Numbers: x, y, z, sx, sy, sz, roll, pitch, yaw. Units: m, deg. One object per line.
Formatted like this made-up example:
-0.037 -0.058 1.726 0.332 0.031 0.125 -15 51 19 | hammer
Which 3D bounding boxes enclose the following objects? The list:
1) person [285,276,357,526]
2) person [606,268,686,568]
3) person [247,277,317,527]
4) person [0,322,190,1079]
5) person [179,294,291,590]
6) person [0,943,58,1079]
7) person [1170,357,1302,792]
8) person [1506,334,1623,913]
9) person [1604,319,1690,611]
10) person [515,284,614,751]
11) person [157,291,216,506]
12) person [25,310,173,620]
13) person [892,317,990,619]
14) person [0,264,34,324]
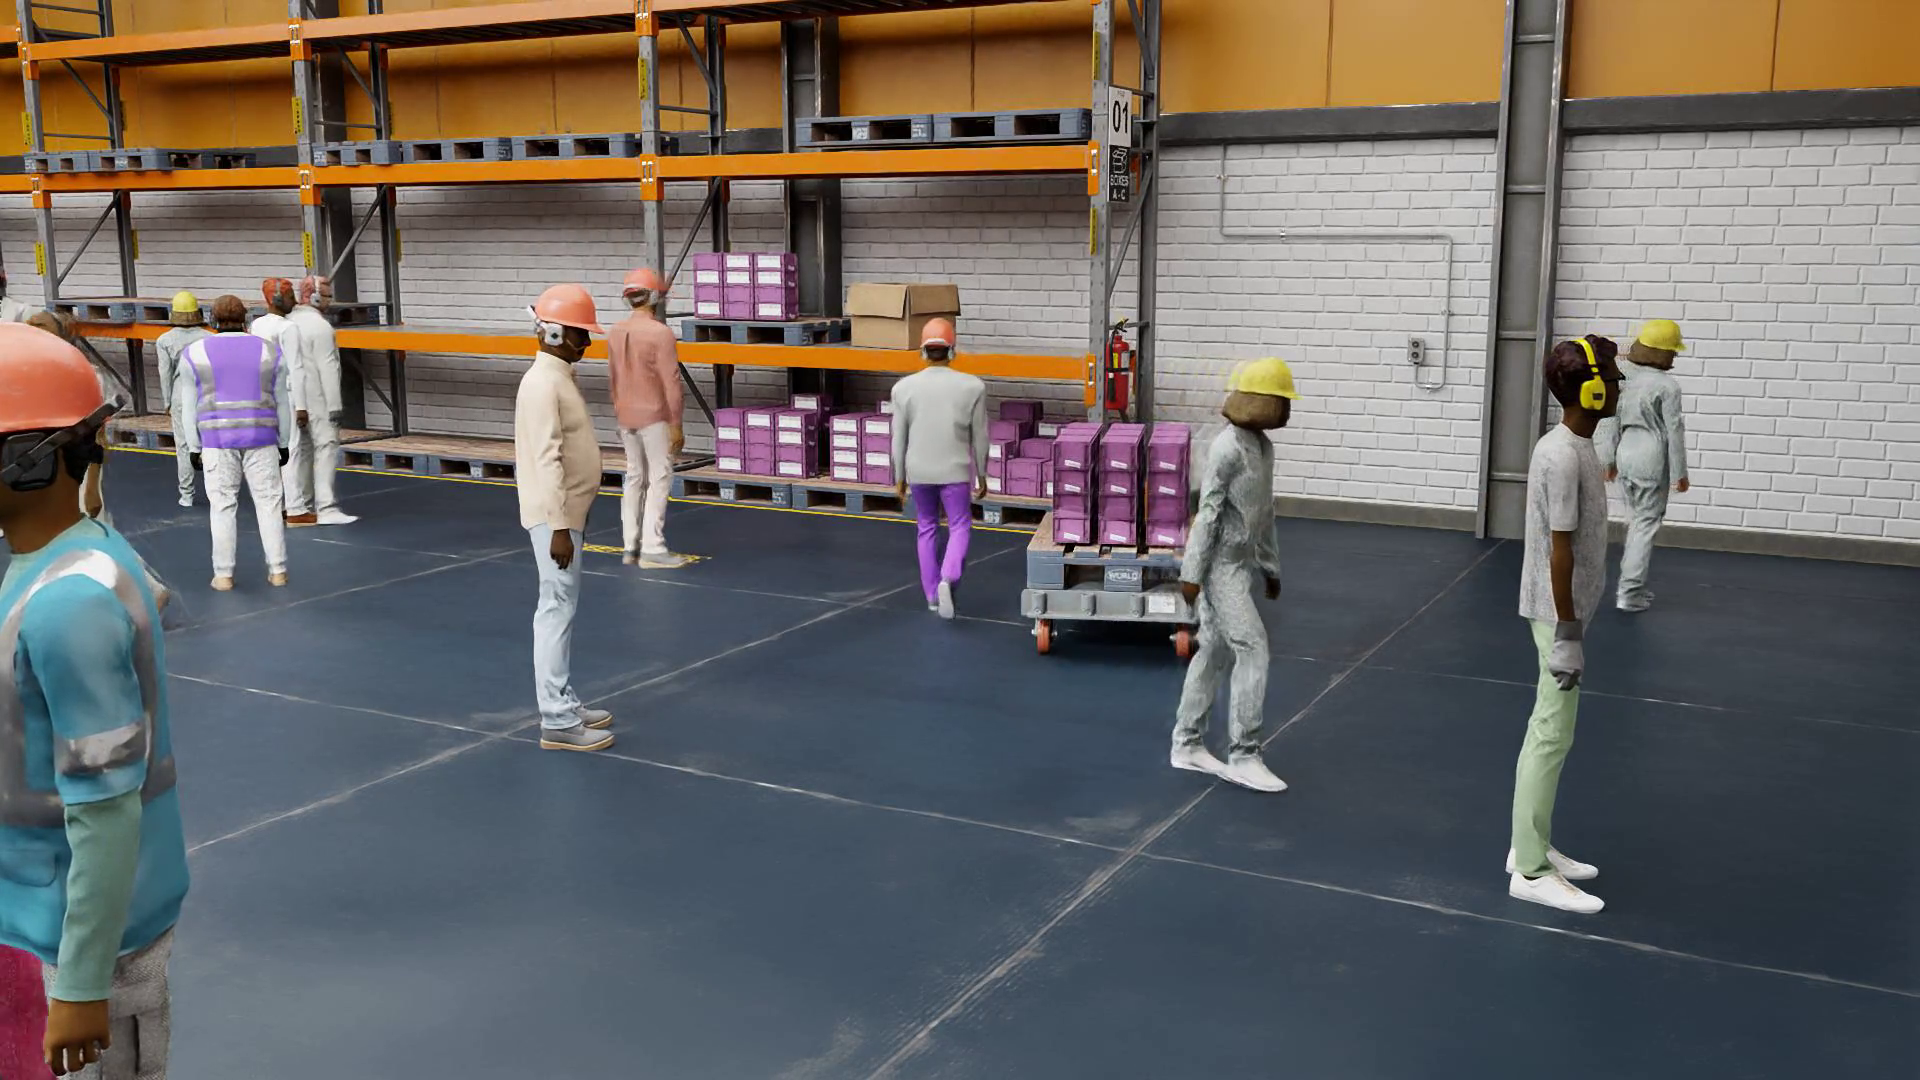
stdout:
-4.901 -1.055 12.667 0.655 1.895 0.397 8 13 39 | person
-2.071 -0.792 11.021 0.670 1.975 0.370 8 13 39 | person
-5.131 -1.036 12.587 0.574 1.881 0.358 7 13 35 | person
-1.567 0.645 2.932 0.379 2.044 0.607 -6 12 -30 | person
-4.496 -0.604 10.371 0.623 1.836 0.431 -5 12 -27 | person
-2.399 0.710 3.830 0.884 1.587 0.522 4 11 19 | person
1.153 0.132 6.637 0.706 1.705 0.507 6 12 28 | person
2.003 0.266 5.466 0.317 1.876 0.531 3 11 18 | person
4.077 -0.436 9.738 0.554 1.707 0.509 -5 11 -24 | person
-1.700 -0.098 7.160 0.392 1.986 0.610 -2 10 -10 | person
-6.248 -1.146 13.569 0.486 1.746 0.290 -5 11 -25 | person
-4.675 -0.316 8.844 0.517 1.818 0.864 5 11 24 | person
-0.120 -0.408 9.549 0.573 1.729 0.707 2 10 10 | person
-8.079 -1.368 14.008 0.647 2.024 0.427 -8 13 -36 | person
